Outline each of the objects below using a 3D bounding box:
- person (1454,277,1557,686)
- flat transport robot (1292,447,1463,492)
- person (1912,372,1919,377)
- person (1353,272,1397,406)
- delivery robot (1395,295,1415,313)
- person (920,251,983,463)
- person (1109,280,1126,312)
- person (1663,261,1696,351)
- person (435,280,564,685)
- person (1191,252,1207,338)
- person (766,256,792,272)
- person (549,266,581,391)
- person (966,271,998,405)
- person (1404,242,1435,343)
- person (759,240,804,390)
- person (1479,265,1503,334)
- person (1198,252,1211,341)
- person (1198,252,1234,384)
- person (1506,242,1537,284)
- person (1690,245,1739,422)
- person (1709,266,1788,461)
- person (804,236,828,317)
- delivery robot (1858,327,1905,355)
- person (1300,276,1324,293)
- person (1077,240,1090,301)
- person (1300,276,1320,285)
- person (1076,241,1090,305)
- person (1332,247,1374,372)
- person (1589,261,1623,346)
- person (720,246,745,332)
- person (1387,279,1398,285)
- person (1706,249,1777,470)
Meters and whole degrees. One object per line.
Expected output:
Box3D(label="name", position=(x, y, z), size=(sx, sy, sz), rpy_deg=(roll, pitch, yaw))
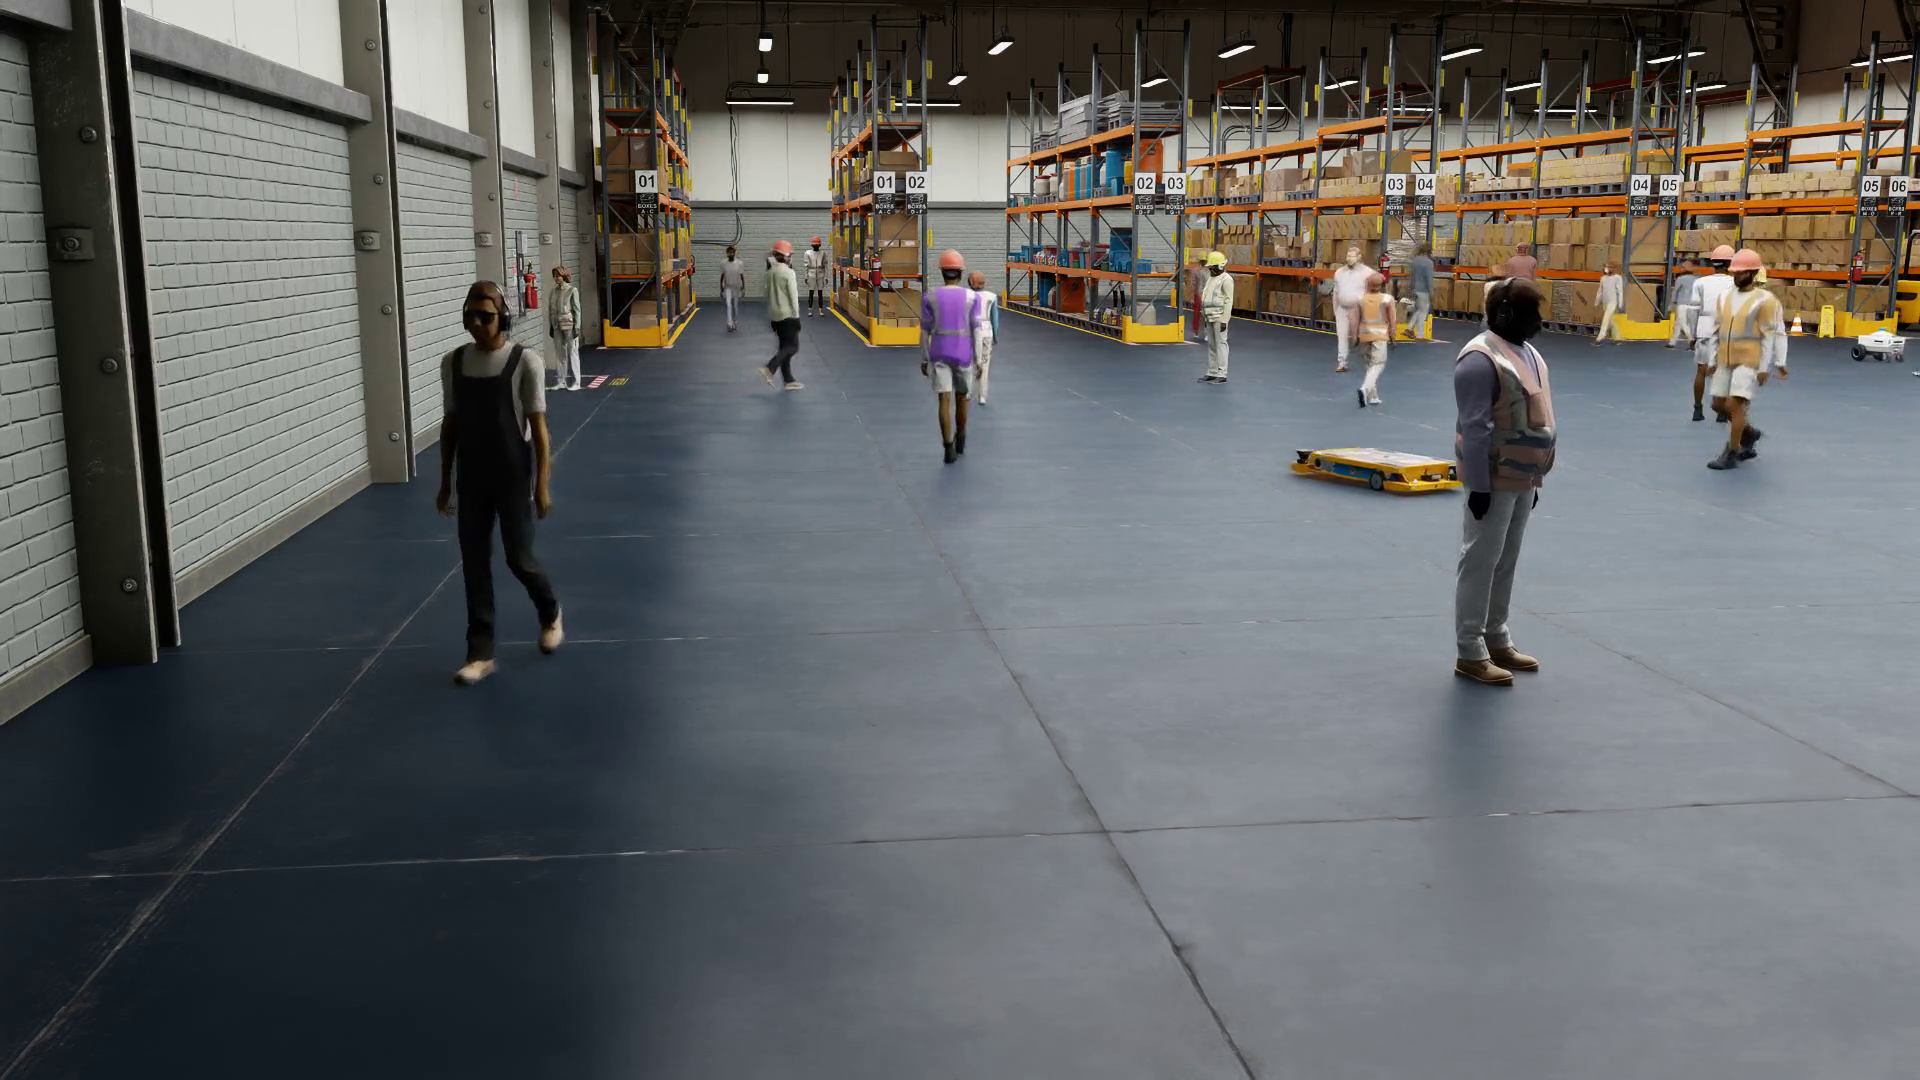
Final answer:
Box3D(label="person", position=(2.500, -0.273, 7.637), size=(0.429, 1.845, 0.625), rpy_deg=(9, 13, 39))
Box3D(label="flat transport robot", position=(3.454, -0.597, 13.717), size=(0.652, 0.197, 1.431), rpy_deg=(-6, 12, -28))
Box3D(label="person", position=(13.980, -3.093, 23.464), size=(0.530, 1.710, 0.944), rpy_deg=(-7, 12, -32))
Box3D(label="person", position=(4.944, -2.403, 19.937), size=(0.519, 1.614, 0.747), rpy_deg=(9, 13, 40))
Box3D(label="delivery robot", position=(11.145, -5.906, 41.788), size=(0.477, 0.478, 0.707), rpy_deg=(-1, 10, -7))
Box3D(label="person", position=(-0.084, -1.681, 15.219), size=(0.572, 1.884, 0.972), rpy_deg=(0, 10, 0))
Box3D(label="person", position=(4.282, -7.032, 45.094), size=(0.529, 1.694, 0.321), rpy_deg=(-5, 11, -24))
Box3D(label="person", position=(12.972, -4.198, 29.807), size=(0.512, 1.600, 0.785), rpy_deg=(-6, 12, -31))
Box3D(label="person", position=(-2.155, -0.279, 7.694), size=(0.534, 1.831, 0.647), rpy_deg=(2, 11, 13))
Box3D(label="person", position=(4.850, -4.864, 33.147), size=(0.529, 1.717, 0.911), rpy_deg=(-1, 10, -4))
Box3D(label="person", position=(-4.057, -5.733, 37.492), size=(0.596, 1.871, 0.986), rpy_deg=(-3, 11, -14))
Box3D(label="person", position=(-5.218, -2.783, 21.953), size=(0.523, 1.638, 0.310), rpy_deg=(6, 12, 31))
Box3D(label="person", position=(0.208, -2.471, 20.340), size=(0.527, 1.603, 0.807), rpy_deg=(-1, 10, -4))
Box3D(label="person", position=(8.860, -4.735, 31.886), size=(0.435, 1.915, 0.646), rpy_deg=(-2, 11, -13))
Box3D(label="person", position=(-2.361, -2.948, 21.913), size=(0.671, 1.979, 0.631), rpy_deg=(-8, 13, -37))
Box3D(label="person", position=(8.504, -3.573, 26.413), size=(0.515, 1.591, 0.856), rpy_deg=(-6, 12, -28))
Box3D(label="person", position=(4.904, -4.757, 32.531), size=(0.510, 1.725, 0.442), rpy_deg=(3, 11, 16))
Box3D(label="person", position=(3.534, -3.059, 22.959), size=(0.403, 1.823, 0.588), rpy_deg=(-3, 11, -18))
Box3D(label="person", position=(11.748, -5.280, 34.906), size=(0.638, 1.909, 0.408), rpy_deg=(-1, 10, -4))
Box3D(label="person", position=(8.311, -2.262, 18.284), size=(0.548, 1.934, 0.376), rpy_deg=(8, 13, 38))
Box3D(label="person", position=(7.214, -1.629, 15.231), size=(0.599, 1.789, 0.917), rpy_deg=(0, 10, 2))
Box3D(label="person", position=(-3.655, -6.699, 42.341), size=(0.605, 2.033, 0.391), rpy_deg=(-2, 11, -10))
Box3D(label="delivery robot", position=(14.950, -3.206, 26.986), size=(0.477, 0.478, 0.707), rpy_deg=(-3, 11, -14))
Box3D(label="person", position=(9.439, -7.025, 44.648), size=(0.638, 1.842, 1.035), rpy_deg=(-10, 14, -44))
Box3D(label="person", position=(3.525, -7.381, 46.340), size=(0.629, 1.940, 0.373), rpy_deg=(-2, 11, -13))
Box3D(label="person", position=(9.548, -7.143, 45.339), size=(0.576, 1.828, 0.477), rpy_deg=(2, 10, 8))
Box3D(label="person", position=(3.527, -7.932, 49.419), size=(0.831, 1.910, 0.662), rpy_deg=(-1, 10, -3))
Box3D(label="person", position=(5.946, -3.477, 25.104), size=(0.651, 1.882, 0.756), rpy_deg=(7, 12, 34))
Box3D(label="person", position=(12.103, -4.406, 31.002), size=(0.864, 1.587, 0.521), rpy_deg=(-4, 11, -22))
Box3D(label="person", position=(-4.914, -5.420, 35.924), size=(0.540, 1.822, 0.974), rpy_deg=(-1, 10, -8))
Box3D(label="person", position=(12.621, -7.745, 48.558), size=(0.516, 1.860, 0.322), rpy_deg=(-3, 11, -15))
Box3D(label="person", position=(6.858, -1.578, 14.569), size=(0.636, 1.926, 0.557), rpy_deg=(-5, 12, -27))
